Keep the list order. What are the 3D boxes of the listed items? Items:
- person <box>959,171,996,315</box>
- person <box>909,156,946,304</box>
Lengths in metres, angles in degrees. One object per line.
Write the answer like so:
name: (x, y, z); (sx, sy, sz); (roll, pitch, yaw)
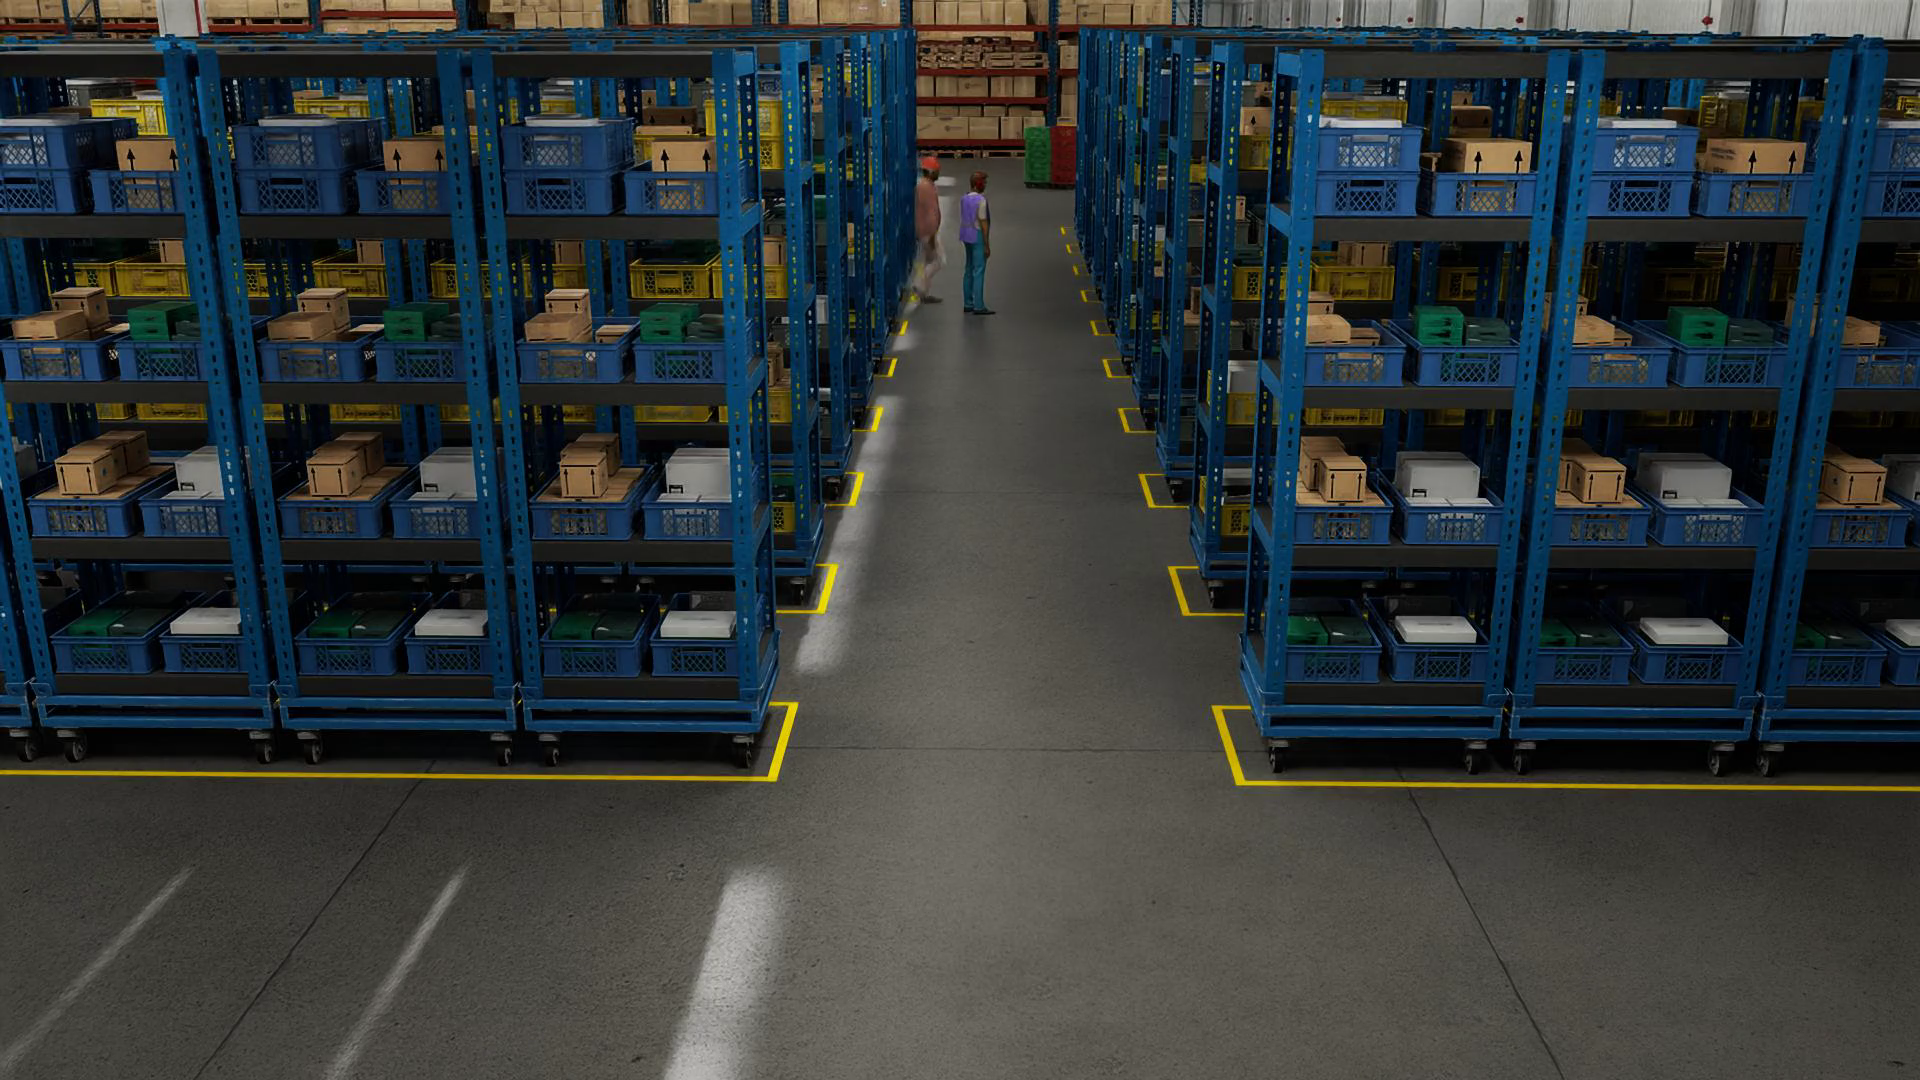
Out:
person: (0.202, -3.860, 21.638); (0.389, 1.847, 0.567); (-10, 20, -28)
person: (-0.403, -4.128, 22.270); (0.429, 1.978, 0.629); (-4, 18, -13)
